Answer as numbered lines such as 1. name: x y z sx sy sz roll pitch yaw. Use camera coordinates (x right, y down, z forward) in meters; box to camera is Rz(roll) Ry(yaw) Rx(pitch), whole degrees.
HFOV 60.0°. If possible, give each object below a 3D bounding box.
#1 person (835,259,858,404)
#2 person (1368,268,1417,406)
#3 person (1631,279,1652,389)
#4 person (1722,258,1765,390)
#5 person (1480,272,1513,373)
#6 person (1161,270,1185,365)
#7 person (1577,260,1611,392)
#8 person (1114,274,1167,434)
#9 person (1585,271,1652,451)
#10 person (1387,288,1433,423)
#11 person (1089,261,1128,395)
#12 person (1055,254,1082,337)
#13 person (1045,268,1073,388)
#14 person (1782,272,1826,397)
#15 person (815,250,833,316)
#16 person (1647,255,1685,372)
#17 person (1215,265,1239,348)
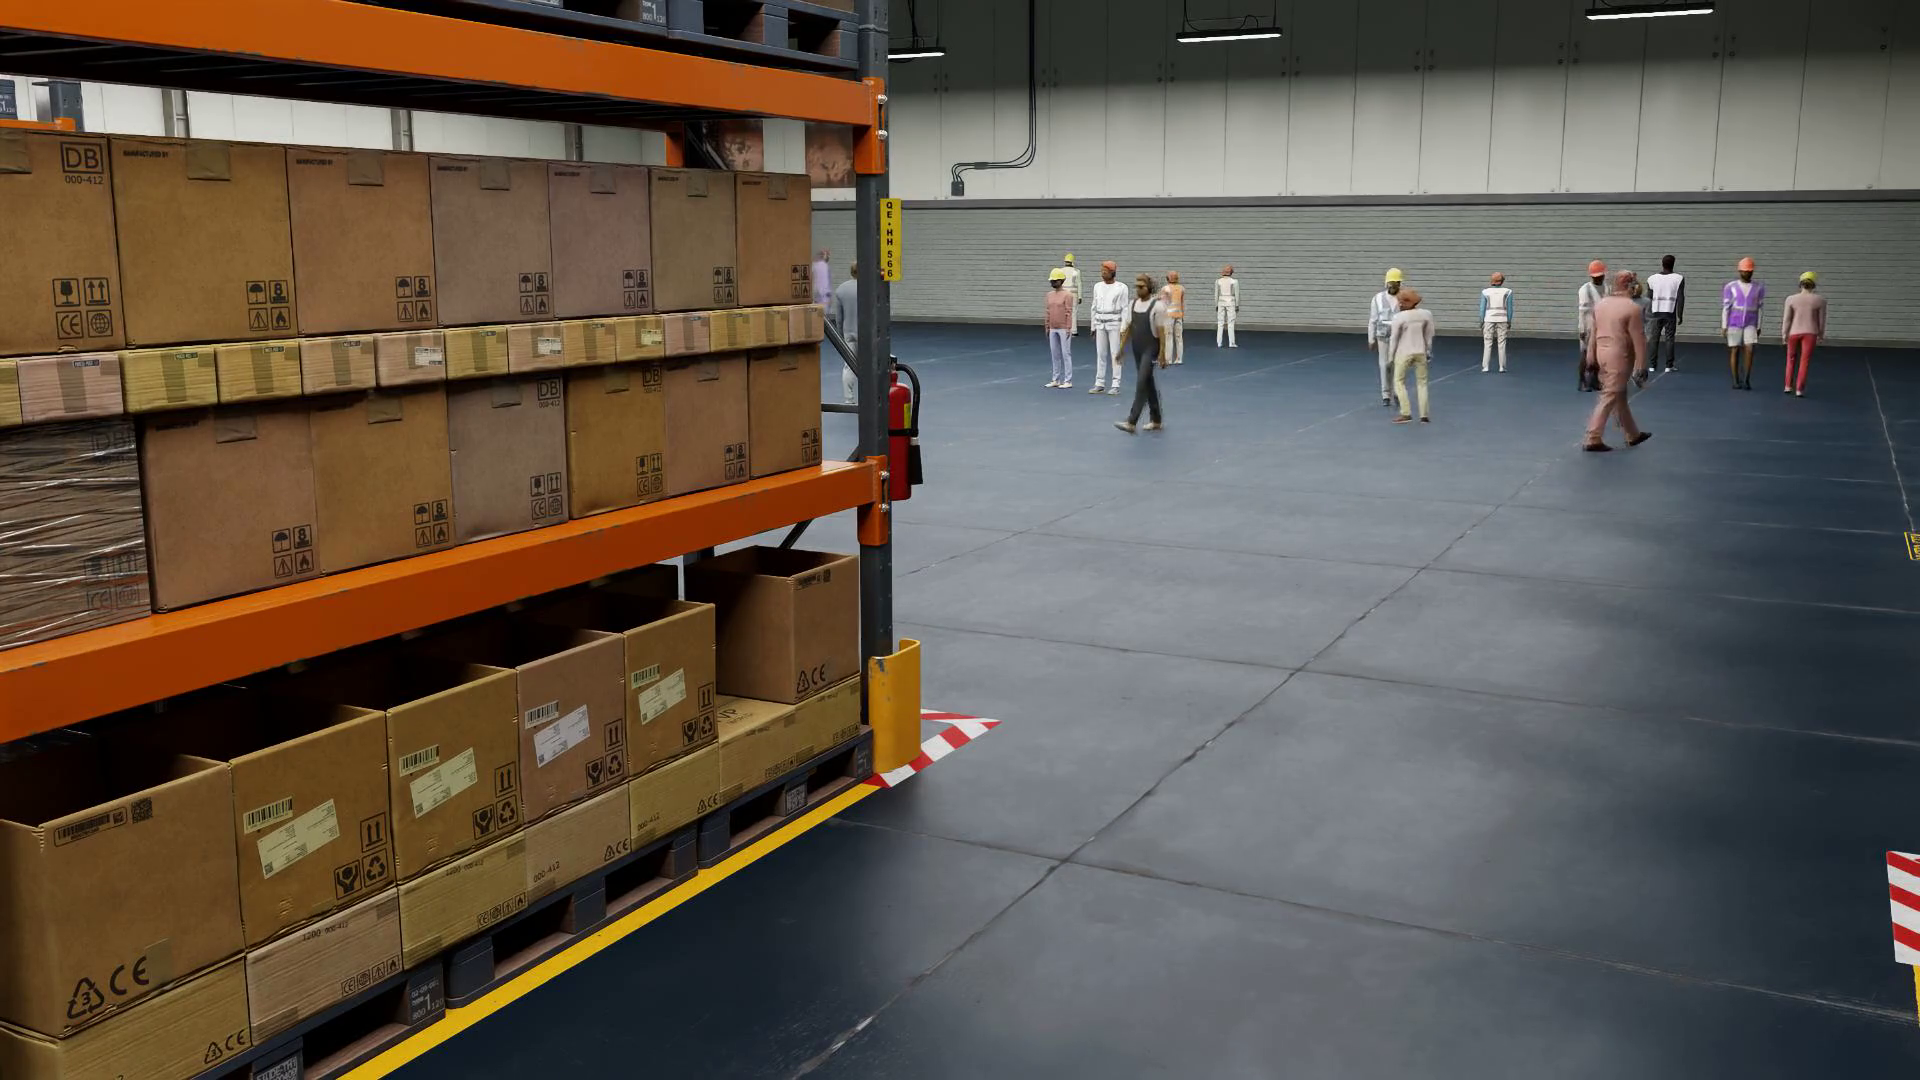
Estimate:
1. person: -1.305 -2.623 21.325 0.629 1.940 0.377 6 12 28
2. person: 5.644 -2.641 21.756 0.627 1.813 0.532 4 11 19
3. person: 9.776 -2.988 24.199 0.525 1.623 0.367 3 11 17
4. person: 11.358 -3.124 24.134 0.562 1.906 0.785 3 11 17
5. person: 8.775 -3.556 27.235 0.512 1.638 0.312 4 11 18
6. person: 3.681 -3.850 28.842 0.520 1.636 0.312 -6 12 -32
7. person: 9.038 -3.045 23.750 0.562 1.890 0.543 -4 11 -19
8. person: 2.021 -2.108 18.897 0.932 1.802 0.538 -7 13 -35
9. person: 6.950 -1.855 17.319 0.968 1.862 0.676 -3 11 -15
10. person: 5.404 -2.192 19.871 0.572 1.617 0.346 -3 11 -16
11. person: 2.093 -2.990 23.468 0.573 1.887 0.354 7 13 35
12. person: 2.406 -5.379 36.642 0.600 1.831 0.404 4 11 19
13. person: 1.446 -3.106 24.456 0.341 1.757 0.518 -10 14 -43
14. person: 11.811 -2.876 23.295 0.531 1.725 0.899 6 12 29
15. person: -3.260 -6.085 40.334 0.436 1.888 0.667 -4 11 -21
16. person: 11.623 -3.735 27.442 0.588 1.920 0.392 7 13 35
17. person: 5.345 -4.669 33.303 0.512 1.640 0.309 6 12 29
